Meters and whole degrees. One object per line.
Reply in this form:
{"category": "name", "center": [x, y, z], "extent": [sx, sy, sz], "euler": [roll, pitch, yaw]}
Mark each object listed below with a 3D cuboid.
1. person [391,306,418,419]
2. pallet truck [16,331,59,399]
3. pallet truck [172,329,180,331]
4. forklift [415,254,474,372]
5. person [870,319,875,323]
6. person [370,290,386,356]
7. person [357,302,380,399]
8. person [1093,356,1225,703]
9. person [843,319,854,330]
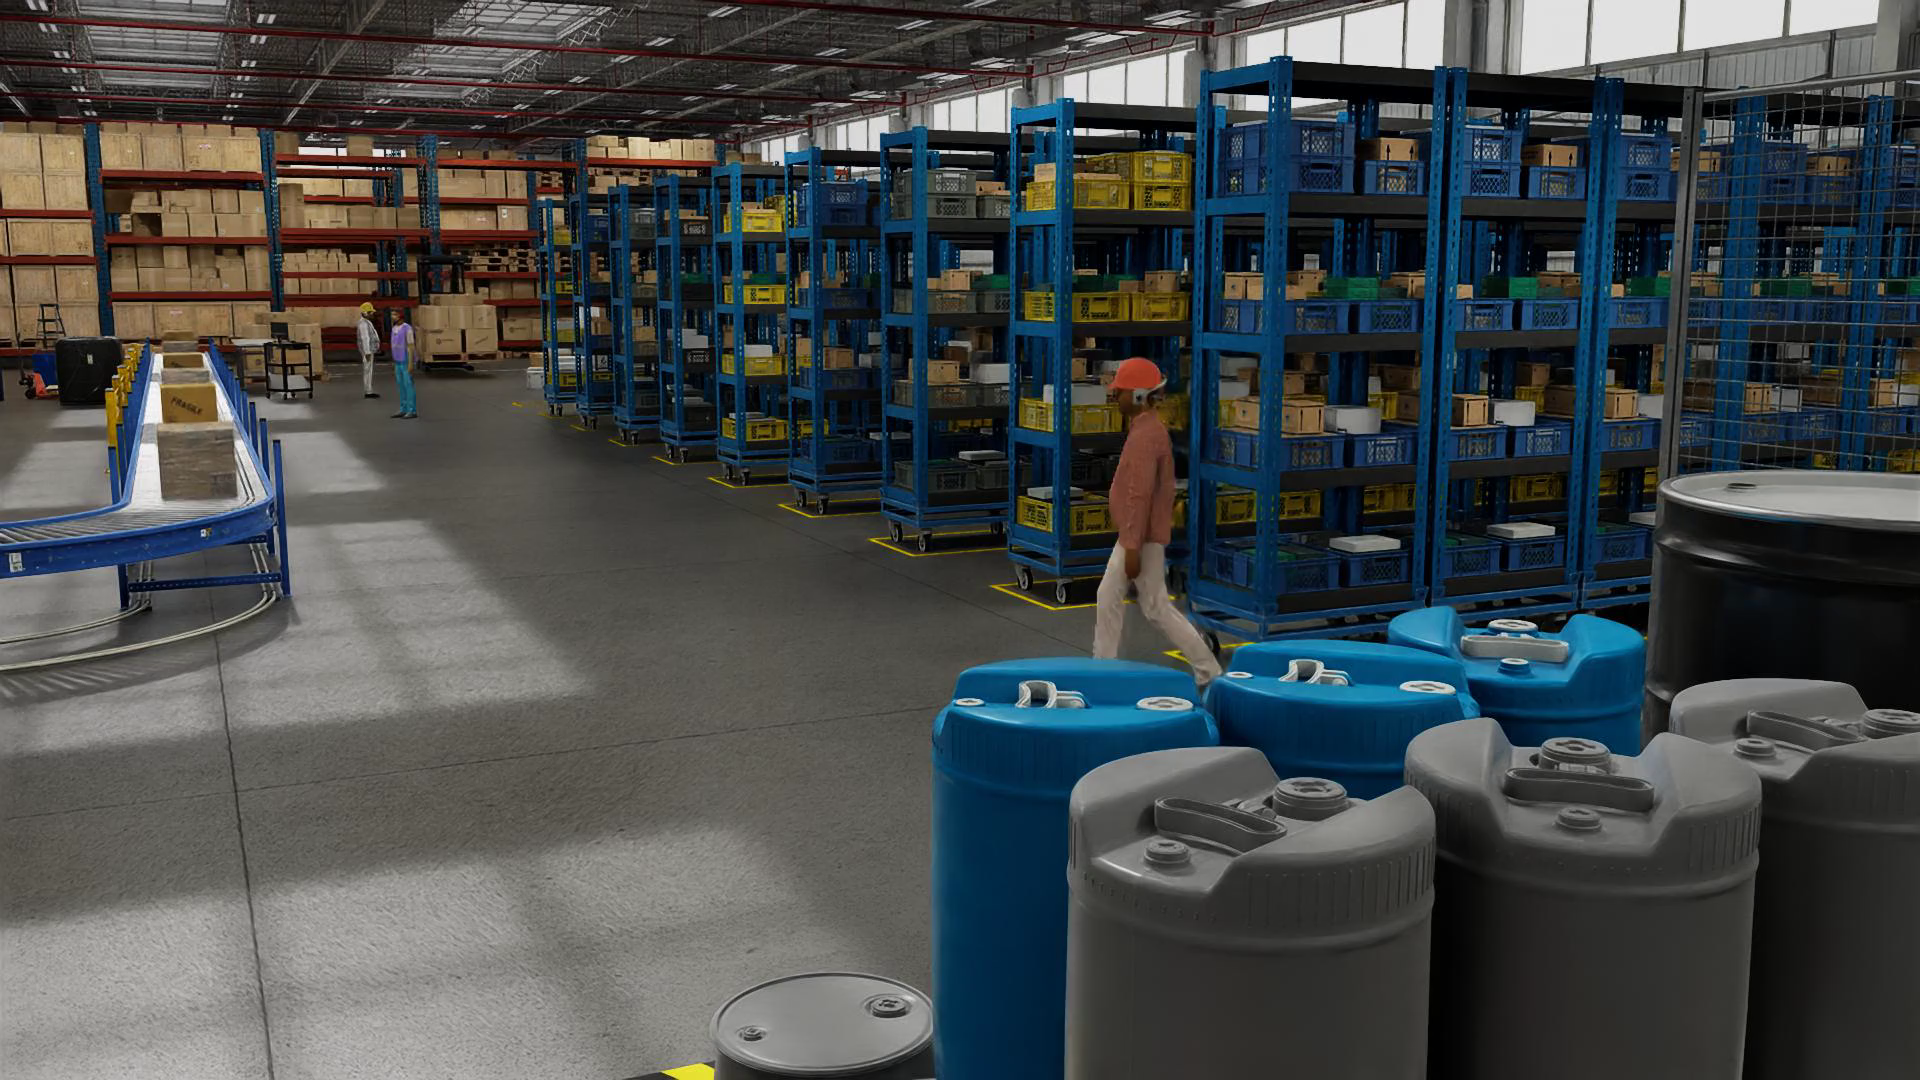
{"category": "person", "center": [-9.150, -2.917, 27.385], "extent": [0.565, 1.845, 0.387], "euler": [9, 13, 44]}
{"category": "pallet truck", "center": [-17.082, -3.353, 31.781], "extent": [1.630, 1.274, 0.653], "euler": [-4, 10, -25]}
{"category": "pallet truck", "center": [-17.275, -3.851, 35.096], "extent": [1.601, 1.201, 0.680], "euler": [0, 9, 1]}
{"category": "forklift", "center": [-12.535, -5.490, 40.151], "extent": [1.129, 2.768, 1.873], "euler": [-4, 10, -25]}
{"category": "person", "center": [-2.677, -6.661, 50.983], "extent": [0.594, 1.714, 0.846], "euler": [-4, 10, -23]}
{"category": "person", "center": [-16.760, -6.222, 47.701], "extent": [0.409, 1.906, 0.652], "euler": [4, 10, 21]}
{"category": "person", "center": [-11.272, -3.610, 31.724], "extent": [0.404, 1.830, 0.603], "euler": [-3, 10, -16]}
{"category": "person", "center": [1.048, -0.034, 9.168], "extent": [0.973, 1.958, 0.623], "euler": [1, 9, 6]}
{"category": "person", "center": [-2.693, -4.635, 37.854], "extent": [0.639, 1.911, 0.406], "euler": [-8, 12, -39]}
